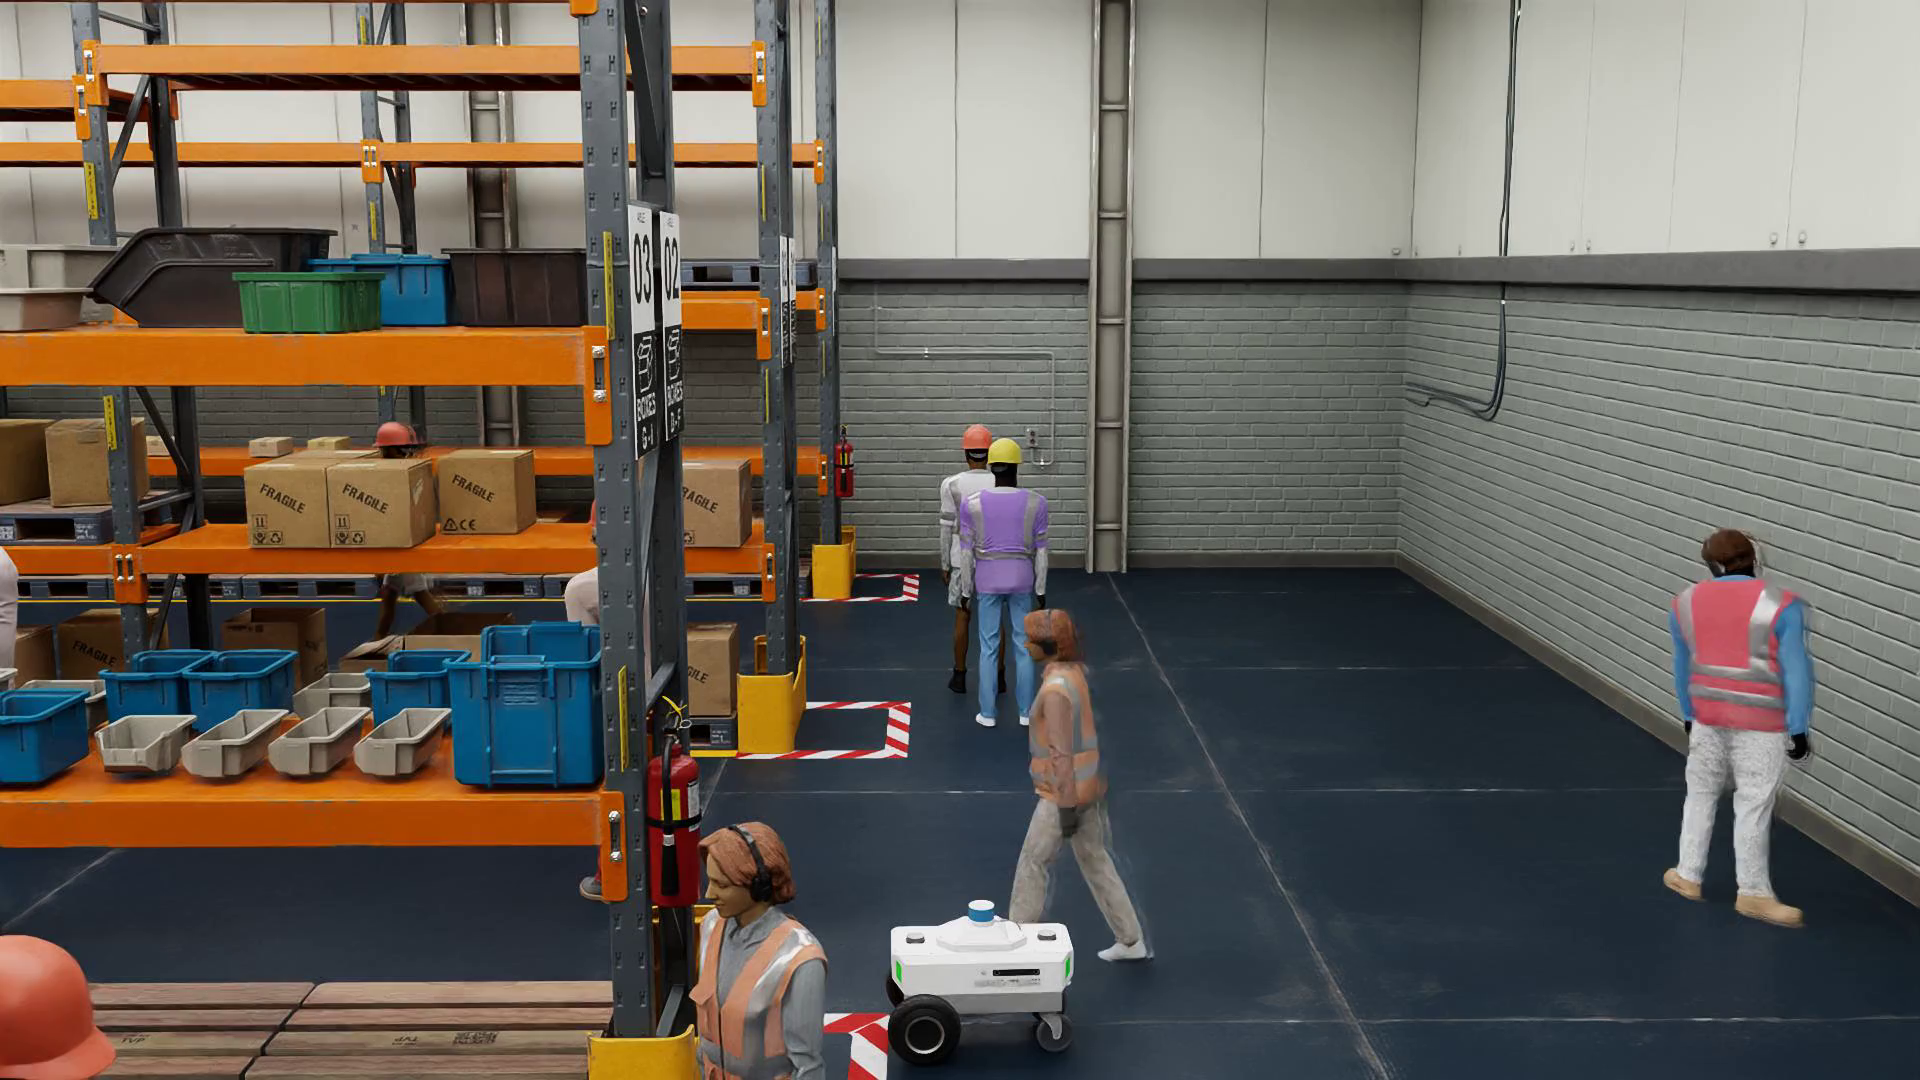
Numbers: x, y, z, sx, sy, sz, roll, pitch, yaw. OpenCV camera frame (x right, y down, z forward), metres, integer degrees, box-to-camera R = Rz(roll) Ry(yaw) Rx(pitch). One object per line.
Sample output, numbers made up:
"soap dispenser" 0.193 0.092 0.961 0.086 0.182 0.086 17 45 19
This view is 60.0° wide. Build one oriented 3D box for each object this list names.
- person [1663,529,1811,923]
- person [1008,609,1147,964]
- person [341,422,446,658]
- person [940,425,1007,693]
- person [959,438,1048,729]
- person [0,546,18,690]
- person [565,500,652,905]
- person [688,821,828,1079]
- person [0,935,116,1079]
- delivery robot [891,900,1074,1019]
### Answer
"person" 3.716 0.867 7.861 0.433 1.809 0.737 -7 11 -35
"person" 0.471 1.079 7.177 0.756 1.603 0.536 2 9 12
"person" -4.208 0.051 12.599 0.988 1.888 0.561 0 9 -3
"person" 0.124 0.138 11.943 0.543 1.928 0.401 -1 9 -3
"person" 0.285 0.292 10.991 0.589 1.924 0.384 0 9 -2
"person" -5.197 0.671 8.730 0.642 1.907 0.410 6 11 33
"person" -1.621 0.746 7.989 0.622 1.993 0.382 -9 13 -43
"person" -0.515 1.521 4.356 0.315 1.630 0.523 -8 12 -41
"person" -1.539 1.607 2.740 0.393 1.986 0.611 0 9 1
"delivery robot" 0.085 1.657 6.520 0.707 0.478 0.477 0 9 -3
